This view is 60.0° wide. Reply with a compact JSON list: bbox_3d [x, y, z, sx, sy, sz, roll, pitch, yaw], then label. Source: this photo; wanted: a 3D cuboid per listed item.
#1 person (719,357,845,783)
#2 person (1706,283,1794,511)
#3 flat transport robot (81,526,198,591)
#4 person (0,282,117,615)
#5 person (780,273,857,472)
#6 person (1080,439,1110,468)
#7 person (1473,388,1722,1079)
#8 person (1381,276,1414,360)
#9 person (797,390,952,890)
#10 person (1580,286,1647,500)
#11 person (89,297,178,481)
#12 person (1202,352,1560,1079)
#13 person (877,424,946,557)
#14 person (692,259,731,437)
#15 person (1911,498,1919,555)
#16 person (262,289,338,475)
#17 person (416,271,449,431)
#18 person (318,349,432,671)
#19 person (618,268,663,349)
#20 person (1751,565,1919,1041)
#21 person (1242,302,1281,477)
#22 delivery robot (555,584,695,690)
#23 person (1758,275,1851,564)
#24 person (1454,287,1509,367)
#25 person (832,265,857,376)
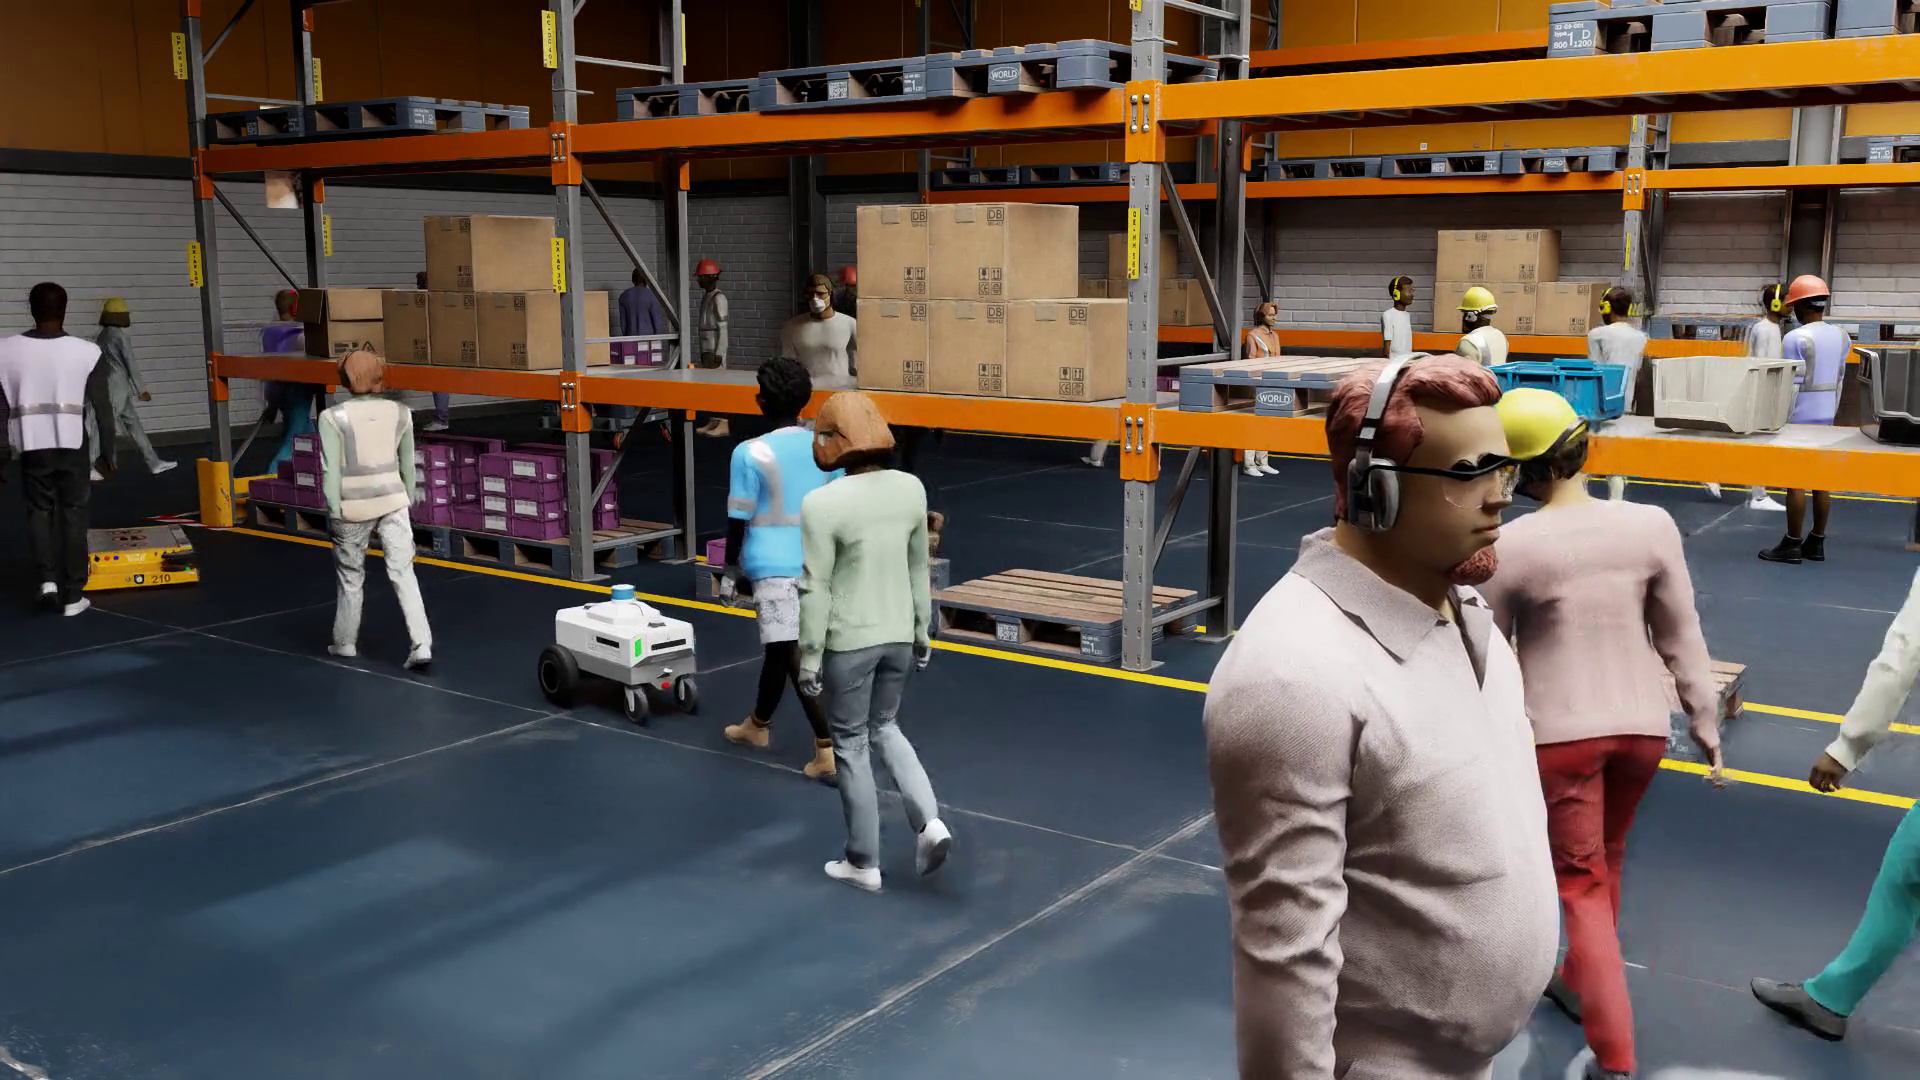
[{"bbox_3d":[-0.687,0.107,6.564,0.857,1.652,0.540,9,13,42],"label":"person"},{"bbox_3d":[6.465,-1.165,13.564,0.632,1.853,0.526,6,11,33],"label":"person"},{"bbox_3d":[-5.348,0.093,10.746,0.652,0.197,1.431,-5,11,-28],"label":"flat transport robot"},{"bbox_3d":[-5.169,-0.515,9.518,0.633,1.898,0.463,-3,10,-18],"label":"person"},{"bbox_3d":[-0.972,-0.907,11.743,0.636,1.939,0.365,1,10,6],"label":"person"},{"bbox_3d":[1.581,-1.457,16.063,0.515,1.591,0.875,-8,12,-39],"label":"person"},{"bbox_3d":[1.540,0.475,4.172,0.593,1.706,0.749,-1,10,-4],"label":"person"},{"bbox_3d":[4.216,-1.589,16.007,0.328,1.874,0.514,7,12,35],"label":"person"},{"bbox_3d":[-0.281,0.336,5.269,0.513,1.615,0.407,-9,13,-42],"label":"person"},{"bbox_3d":[4.675,-0.923,12.128,0.544,1.835,0.706,-2,10,-14],"label":"person"},{"bbox_3d":[-7.838,-1.409,15.498,0.487,1.684,0.946,9,13,43],"label":"person"},{"bbox_3d":[0.582,0.704,2.244,0.408,1.906,0.653,7,12,34],"label":"person"},{"bbox_3d":[-0.324,-0.815,11.163,0.670,1.948,0.814,-6,11,-32],"label":"person"},{"bbox_3d":[-2.883,-2.210,19.197,0.390,2.041,0.614,-5,11,-26],"label":"person"},{"bbox_3d":[6.818,-0.732,11.070,0.545,1.809,0.878,-5,11,-28],"label":"person"},{"bbox_3d":[-5.422,-1.136,13.543,0.582,1.801,0.930,8,13,41],"label":"person"},{"bbox_3d":[-6.310,-2.252,19.872,0.406,1.903,0.638,-2,10,-13],"label":"person"},{"bbox_3d":[-2.904,-0.146,8.251,0.527,1.598,0.875,-9,13,-43],"label":"person"},{"bbox_3d":[-4.315,-2.729,22.593,0.632,1.940,0.372,3,10,19],"label":"person"},{"bbox_3d":[2.428,0.514,3.976,0.539,1.701,0.959,-7,12,-37],"label":"person"},{"bbox_3d":[2.847,-1.420,15.682,0.310,1.642,0.514,8,12,39],"label":"person"},{"bbox_3d":[-1.518,0.446,7.523,0.477,0.478,0.707,-9,13,-44],"label":"delivery robot"},{"bbox_3d":[5.644,-0.801,11.146,0.543,1.928,0.373,-4,10,-24],"label":"person"},{"bbox_3d":[3.773,-0.937,12.237,0.404,1.830,0.602,8,13,41],"label":"person"},{"bbox_3d":[-1.198,-2.007,18.190,0.473,1.973,0.633,8,12,39],"label":"person"}]
